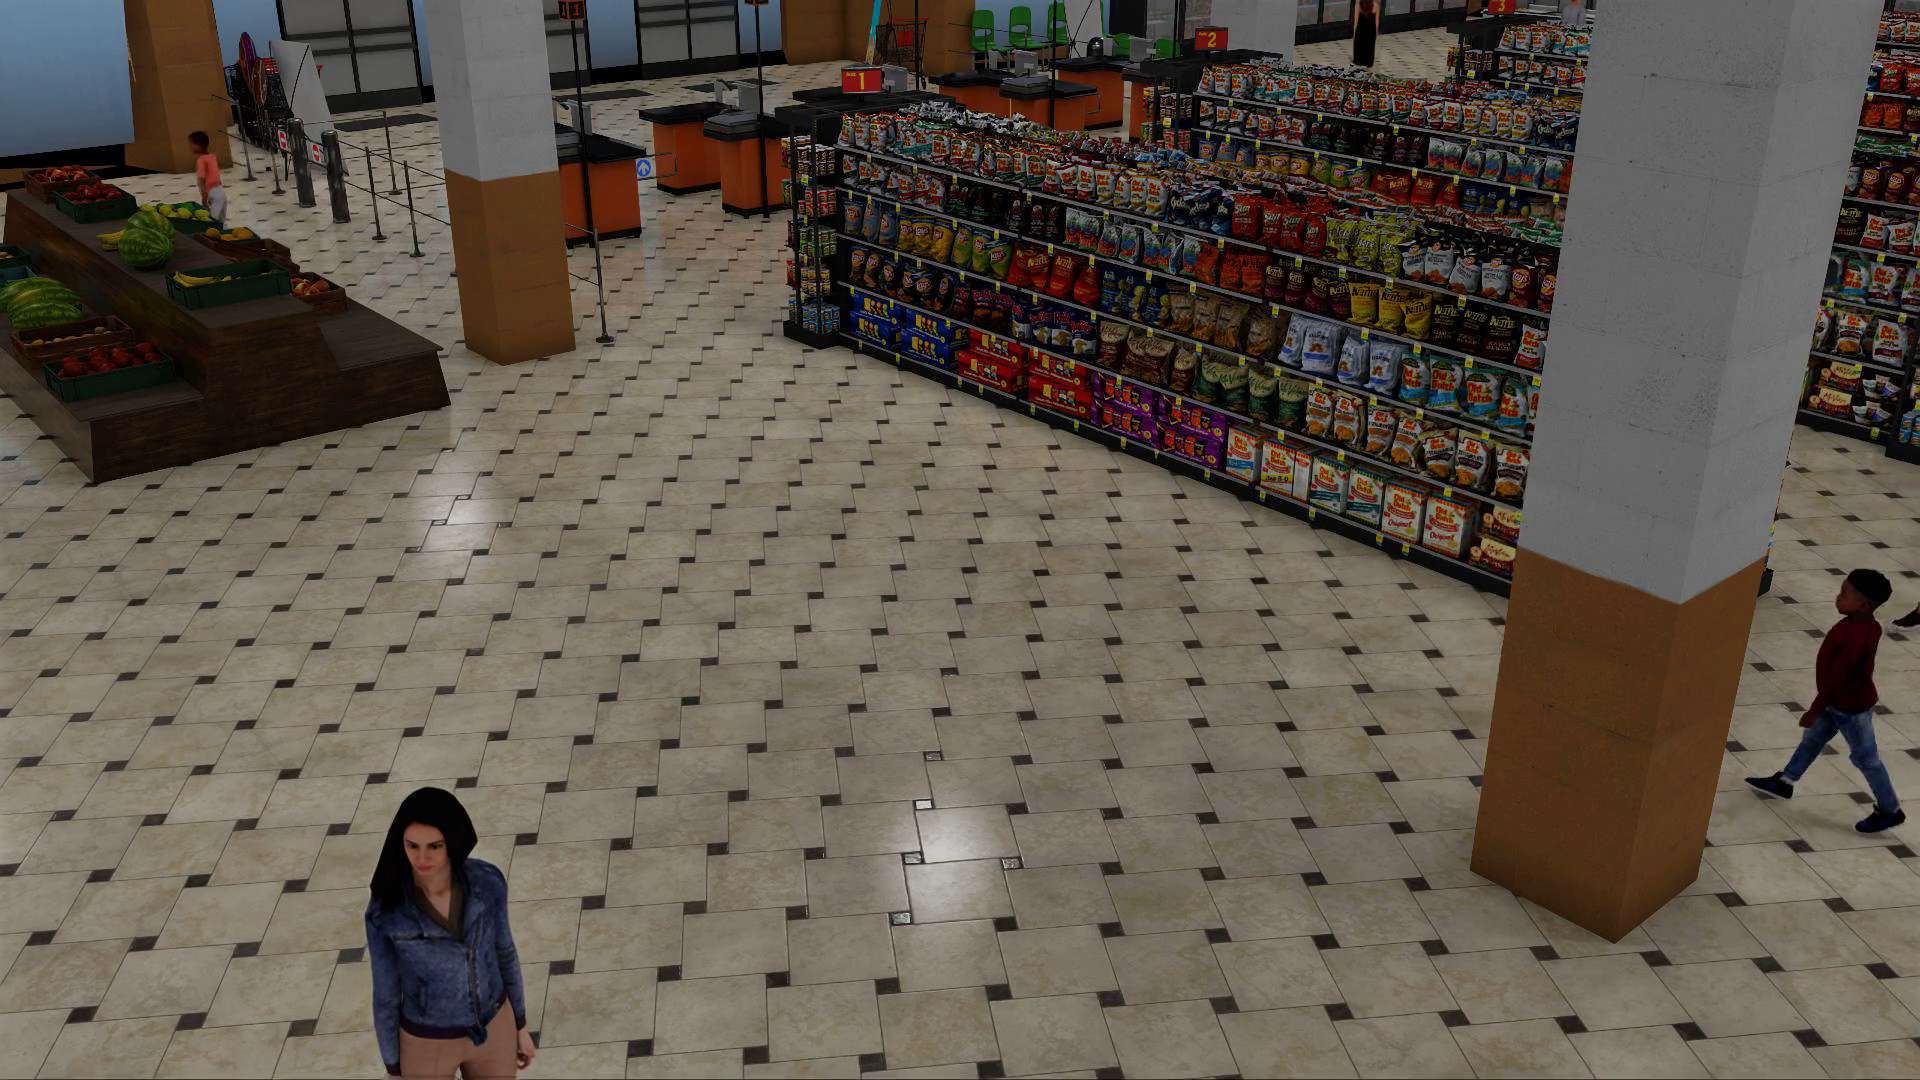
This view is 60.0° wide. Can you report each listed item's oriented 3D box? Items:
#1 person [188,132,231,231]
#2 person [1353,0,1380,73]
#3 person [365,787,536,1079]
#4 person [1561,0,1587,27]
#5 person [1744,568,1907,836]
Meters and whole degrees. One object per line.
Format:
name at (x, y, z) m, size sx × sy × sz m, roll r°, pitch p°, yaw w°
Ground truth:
person at (-7.652, -3.551, 17.160) m, size 0.780 × 1.302 × 0.726 m, roll 1°, pitch 24°, yaw 2°
person at (6.913, -8.631, 28.363) m, size 0.668 × 1.626 × 0.734 m, roll 3°, pitch 24°, yaw 7°
person at (-1.517, 1.515, 4.994) m, size 0.620 × 1.773 × 0.588 m, roll -15°, pitch 28°, yaw -30°
person at (9.478, -7.657, 25.810) m, size 0.795 × 1.890 × 0.617 m, roll -9°, pitch 25°, yaw -21°
person at (4.052, 0.738, 7.448) m, size 0.961 × 1.229 × 0.702 m, roll 13°, pitch 27°, yaw 27°
